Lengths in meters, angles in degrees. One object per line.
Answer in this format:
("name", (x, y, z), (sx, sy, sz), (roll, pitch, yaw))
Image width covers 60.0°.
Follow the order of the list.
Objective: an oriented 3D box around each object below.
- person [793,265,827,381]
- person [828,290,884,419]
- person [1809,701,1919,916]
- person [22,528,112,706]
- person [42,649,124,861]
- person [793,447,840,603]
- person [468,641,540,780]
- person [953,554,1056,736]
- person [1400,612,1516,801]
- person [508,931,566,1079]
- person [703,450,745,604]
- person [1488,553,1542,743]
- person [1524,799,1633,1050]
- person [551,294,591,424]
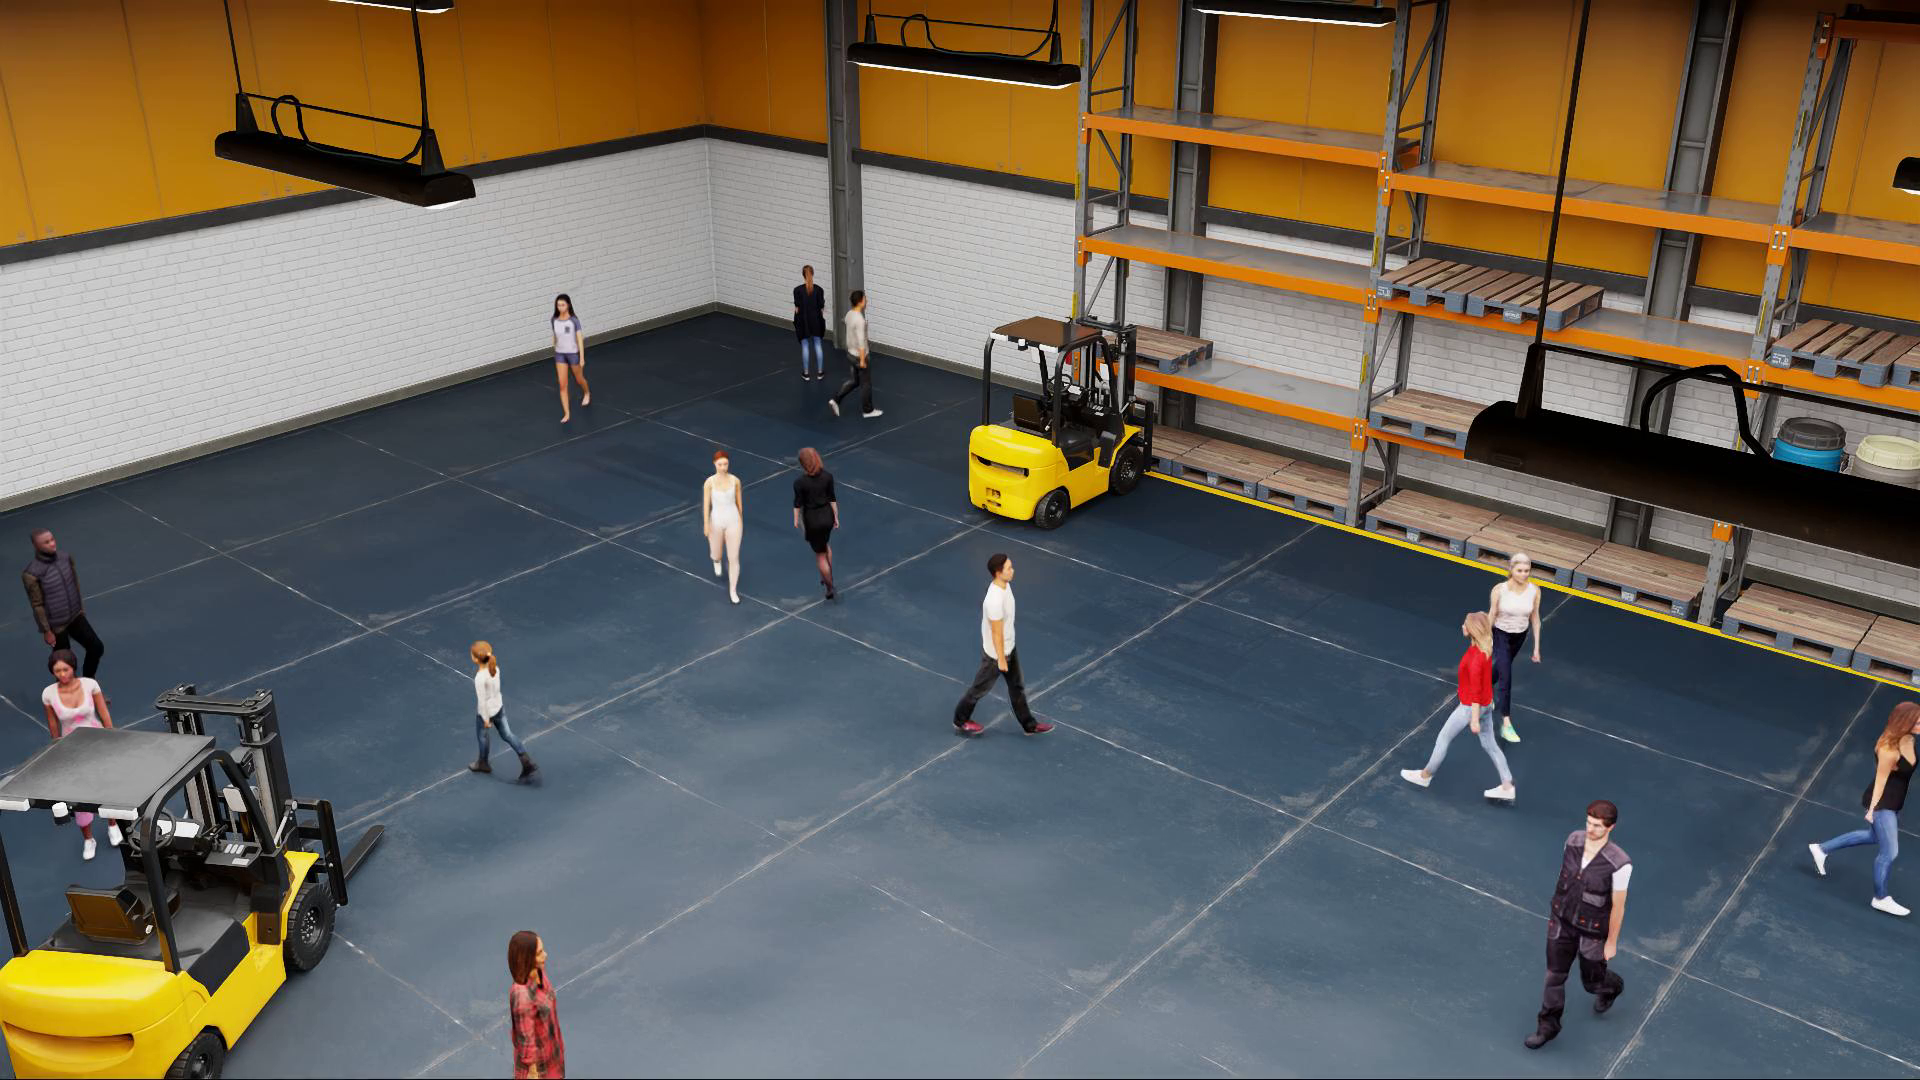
("person", (-2.177, -3.158, 24.111), (0.719, 1.683, 0.766), (-4, 24, -9))
("person", (-1.454, -2.478, 22.419), (0.976, 1.792, 1.050), (-11, 26, -23))
("person", (6.837, 1.939, 12.429), (1.025, 1.700, 0.619), (22, 32, 40))
("person", (-8.199, 0.719, 15.068), (0.806, 1.823, 0.821), (8, 25, 18))
("person", (-6.869, 1.628, 13.098), (0.667, 1.735, 0.695), (-14, 27, -28))
("person", (-1.437, -0.127, 17.179), (0.714, 1.681, 0.797), (-12, 27, -26))
("person", (-3.891, 1.457, 14.043), (0.973, 1.291, 0.657), (9, 25, 20))
("person", (0.245, 0.958, 14.596), (1.256, 1.762, 1.002), (6, 24, 13))
("person", (4.308, 1.420, 13.682), (1.211, 1.647, 0.779), (12, 26, 26))
("person", (-2.581, 3.056, 9.885), (0.944, 1.692, 0.878), (-1, 24, -3))
("person", (-2.472, -0.184, 17.382), (0.878, 1.623, 1.007), (-6, 24, -14))
("person", (4.891, 0.878, 14.918), (1.127, 1.650, 1.192), (-2, 24, -4))
("person", (4.171, 2.506, 10.979), (0.882, 1.823, 1.078), (-16, 28, -33))
("person", (-5.283, -2.503, 22.588), (1.121, 1.702, 1.034), (3, 24, 8))
